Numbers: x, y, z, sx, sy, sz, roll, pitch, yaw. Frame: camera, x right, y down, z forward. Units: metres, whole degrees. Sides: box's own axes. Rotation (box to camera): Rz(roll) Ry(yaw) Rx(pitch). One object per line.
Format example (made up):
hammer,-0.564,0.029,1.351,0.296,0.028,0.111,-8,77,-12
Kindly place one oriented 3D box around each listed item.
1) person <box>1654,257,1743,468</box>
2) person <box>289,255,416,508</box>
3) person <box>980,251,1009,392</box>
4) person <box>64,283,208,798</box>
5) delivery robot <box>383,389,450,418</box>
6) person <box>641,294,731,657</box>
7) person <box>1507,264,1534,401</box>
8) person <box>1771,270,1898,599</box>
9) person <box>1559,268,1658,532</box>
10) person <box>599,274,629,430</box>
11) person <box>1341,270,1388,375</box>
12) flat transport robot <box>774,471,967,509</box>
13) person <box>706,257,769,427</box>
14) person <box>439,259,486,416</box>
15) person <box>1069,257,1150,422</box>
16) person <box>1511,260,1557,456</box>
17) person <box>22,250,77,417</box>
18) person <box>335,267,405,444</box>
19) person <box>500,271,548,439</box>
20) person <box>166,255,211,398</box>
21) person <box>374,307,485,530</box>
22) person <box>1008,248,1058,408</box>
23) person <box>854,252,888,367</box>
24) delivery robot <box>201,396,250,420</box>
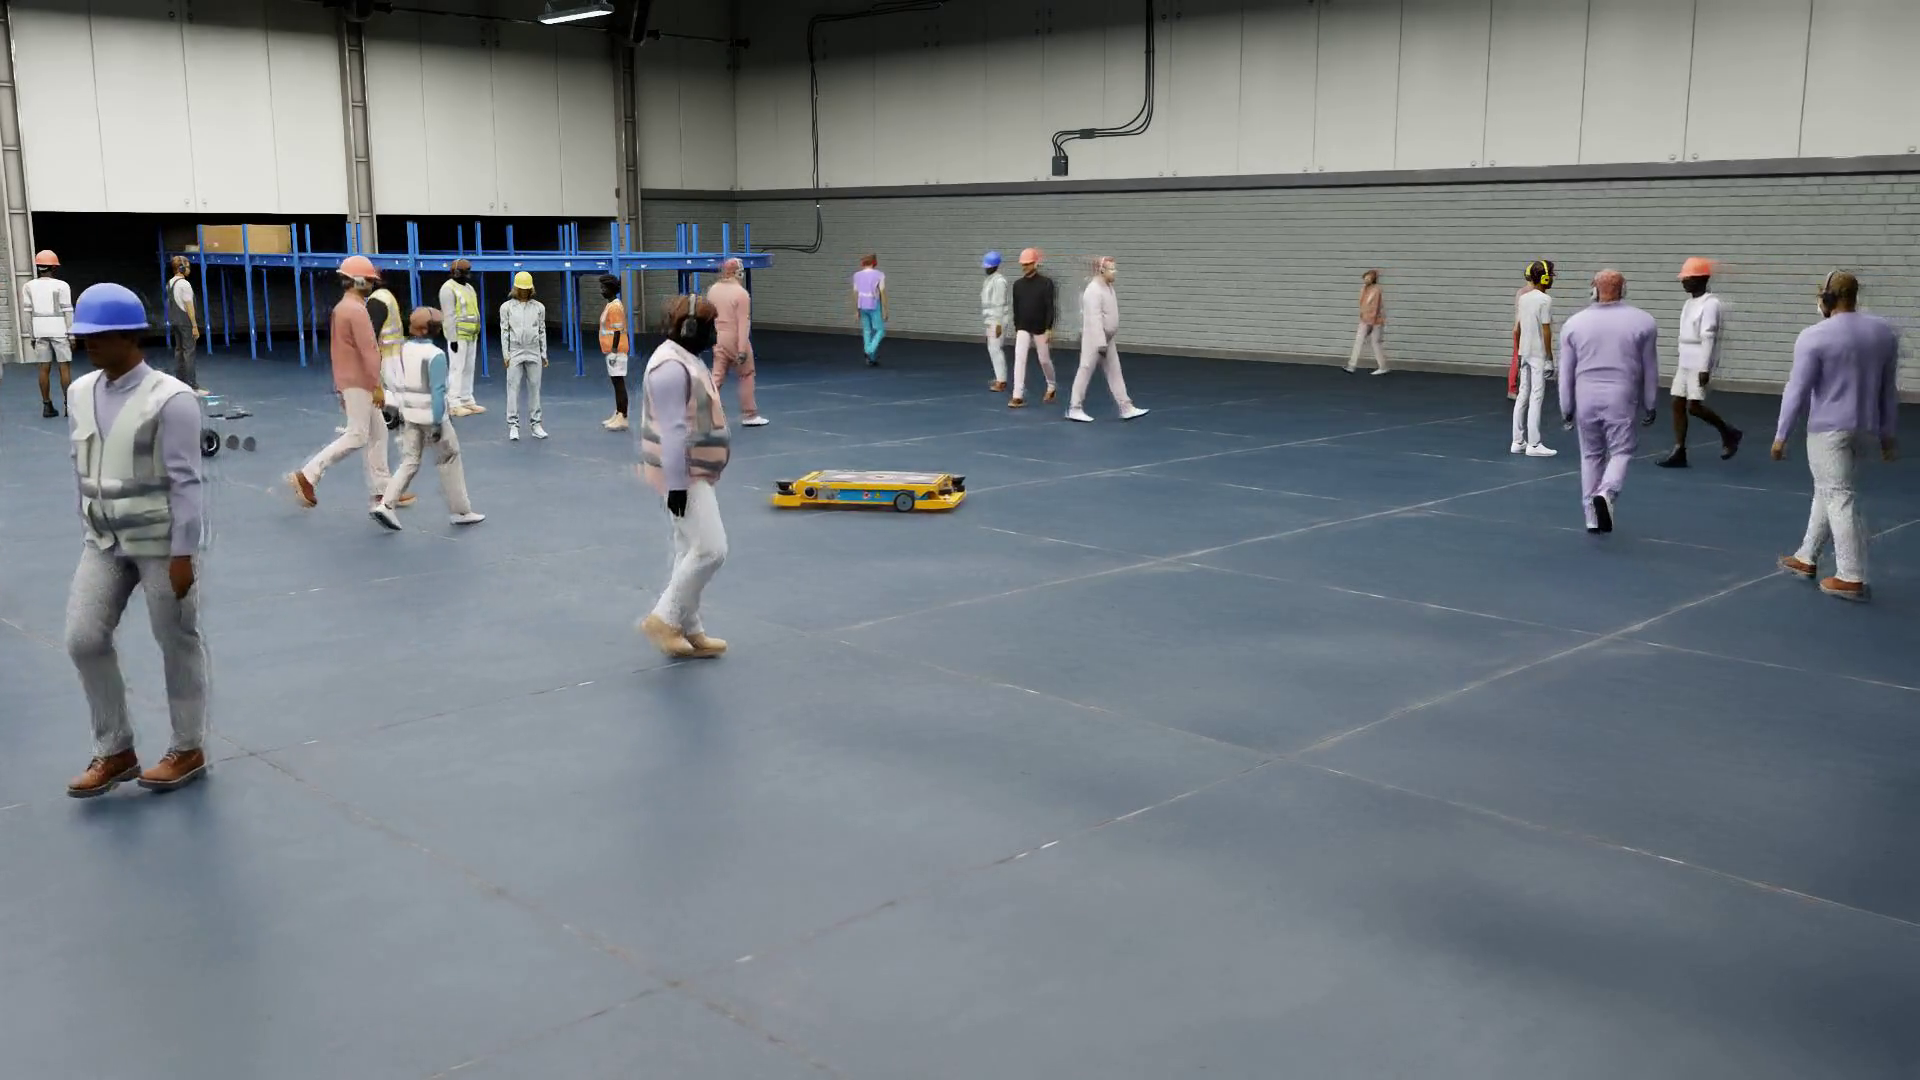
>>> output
person,6.784,-1.613,15.165,0.673,1.917,0.559,-1,10,-5
person,-4.723,-1.199,12.796,0.857,1.962,0.627,-5,12,-26
person,0.471,-2.990,22.748,0.510,1.903,0.737,-3,11,-14
person,-3.129,0.024,6.185,0.638,1.928,0.655,3,11,17
delivery robot,-6.048,-1.562,18.460,0.707,0.478,0.477,1,10,5
person,-1.345,-0.306,8.285,0.445,1.822,0.640,0,10,1
person,7.314,-2.668,21.361,0.521,1.758,0.349,-8,13,-37
person,5.139,-0.645,9.920,0.645,1.897,0.923,-3,11,-15
person,4.550,-0.967,11.728,0.654,1.880,0.640,6,12,30
person,-3.790,-2.063,18.220,0.318,1.696,0.533,-3,11,-15
person,6.122,-3.261,25.040,0.844,1.578,0.566,-4,11,-21
flat transport robot,-0.699,-0.404,13.179,1.431,0.197,0.652,2,10,8
person,-2.559,-2.169,18.328,0.646,1.878,0.904,8,13,38
person,-5.894,-2.402,19.696,0.429,1.838,0.633,2,11,10
person,1.672,-2.258,18.829,0.963,1.857,0.669,5,11,24
person,5.572,-1.760,16.087,0.329,1.874,0.518,-3,11,-15
person,-10.631,-2.416,19.482,0.547,1.938,0.377,0,10,-1
person,-5.947,-1.872,16.917,0.964,1.778,0.718,-2,11,-11
person,-4.543,-1.930,17.388,0.484,1.736,0.307,-6,12,-31
person,-10.154,-2.795,21.799,0.508,1.847,0.345,8,13,36
person,-3.874,-0.879,11.987,0.509,1.606,0.785,8,13,36
person,0.941,-2.653,20.744,0.610,1.961,0.984,6,12,28
person,-1.437,-3.708,26.797,0.601,1.831,0.433,5,12,28
delivery robot,-7.327,-1.294,16.292,0.335,0.223,0.698,6,12,31
